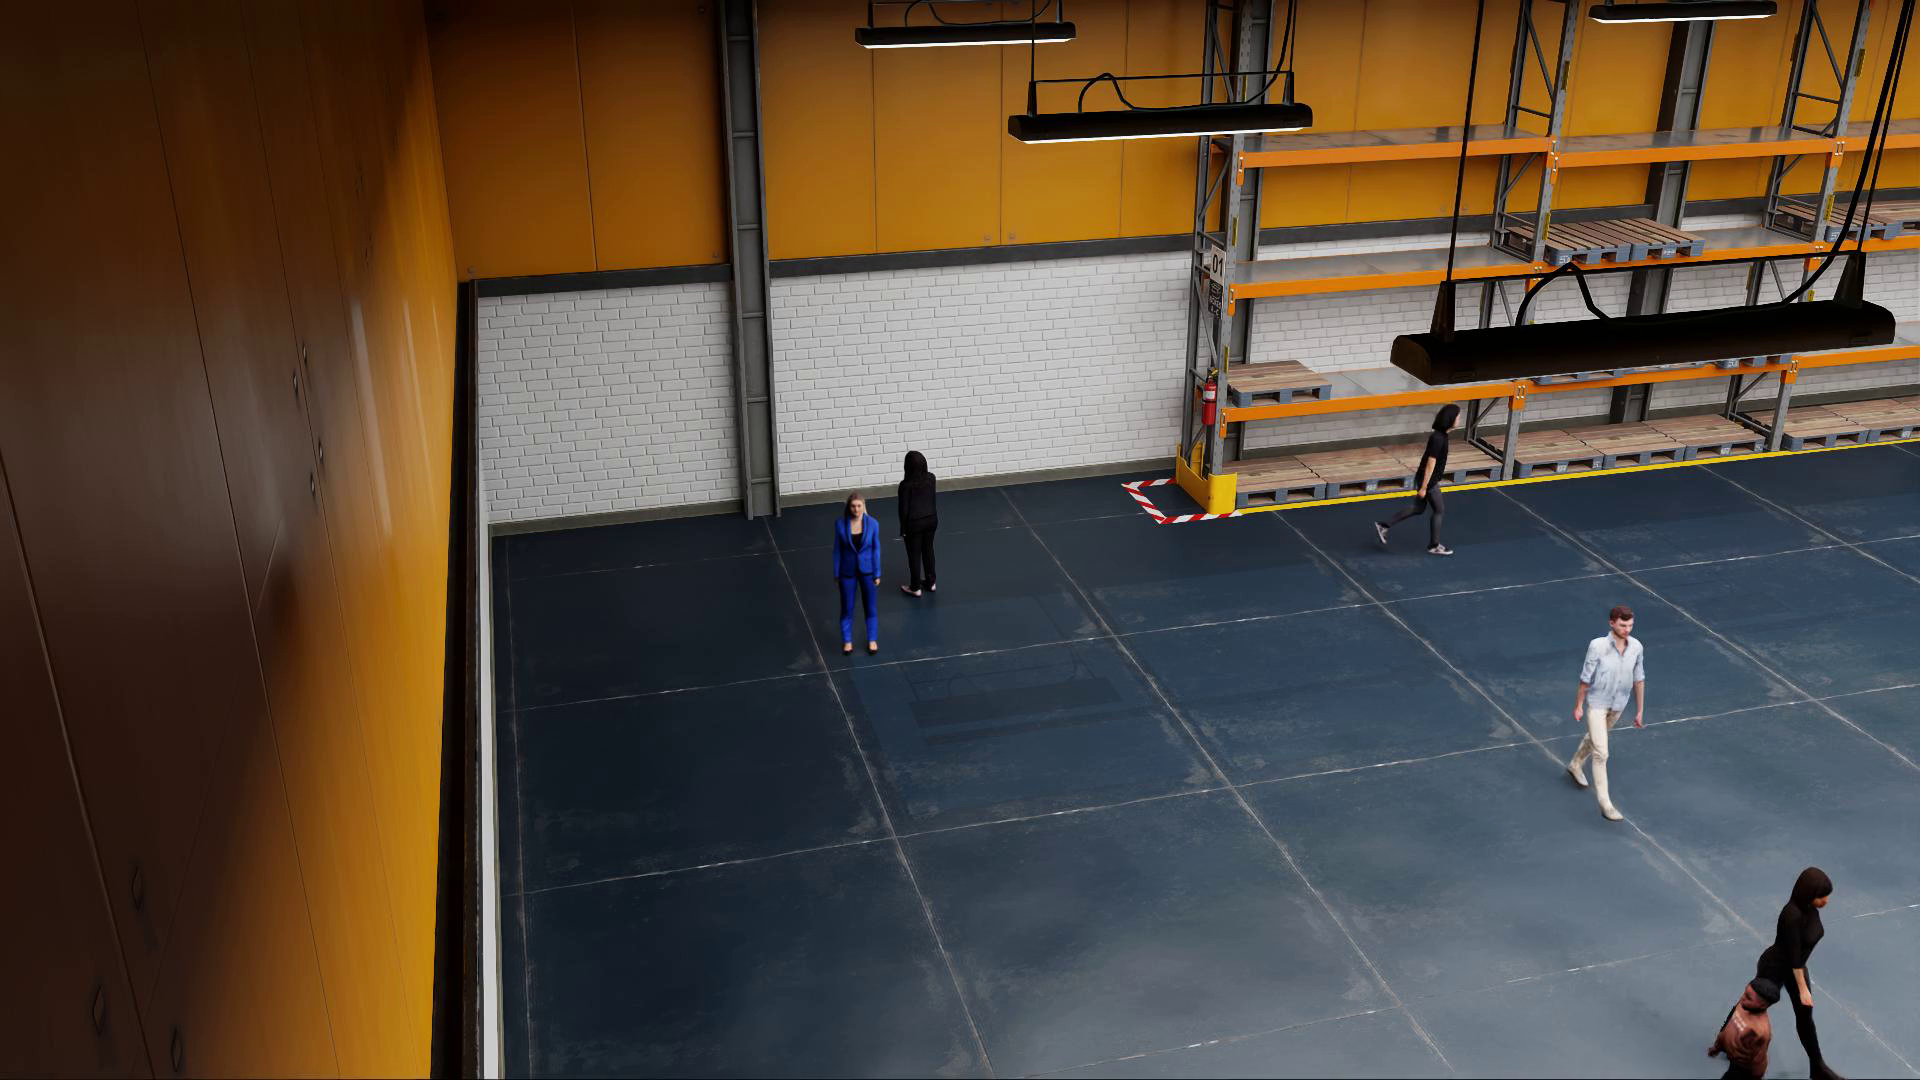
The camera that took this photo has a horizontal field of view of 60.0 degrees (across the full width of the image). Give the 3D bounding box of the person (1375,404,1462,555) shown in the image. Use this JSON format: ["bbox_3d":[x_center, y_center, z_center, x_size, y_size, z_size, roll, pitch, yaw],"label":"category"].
[{"bbox_3d":[5.161,-0.669,18.673,1.214,1.773,1.000,6,24,14],"label":"person"}]

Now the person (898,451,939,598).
[{"bbox_3d":[-0.433,-0.185,17.767,0.720,1.613,0.813,-21,31,-39],"label":"person"}]

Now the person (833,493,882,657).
[{"bbox_3d":[-1.007,0.321,16.502,0.543,1.699,0.723,-1,24,-3],"label":"person"}]

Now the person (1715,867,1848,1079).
[{"bbox_3d":[5.321,2.806,10.945,1.037,1.595,0.902,-20,31,-38],"label":"person"}]

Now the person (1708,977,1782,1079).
[{"bbox_3d":[4.950,3.255,10.364,0.776,1.239,0.680,5,24,11],"label":"person"}]

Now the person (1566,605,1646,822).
[{"bbox_3d":[5.394,1.362,13.998,1.153,1.796,0.798,-4,24,-9],"label":"person"}]
